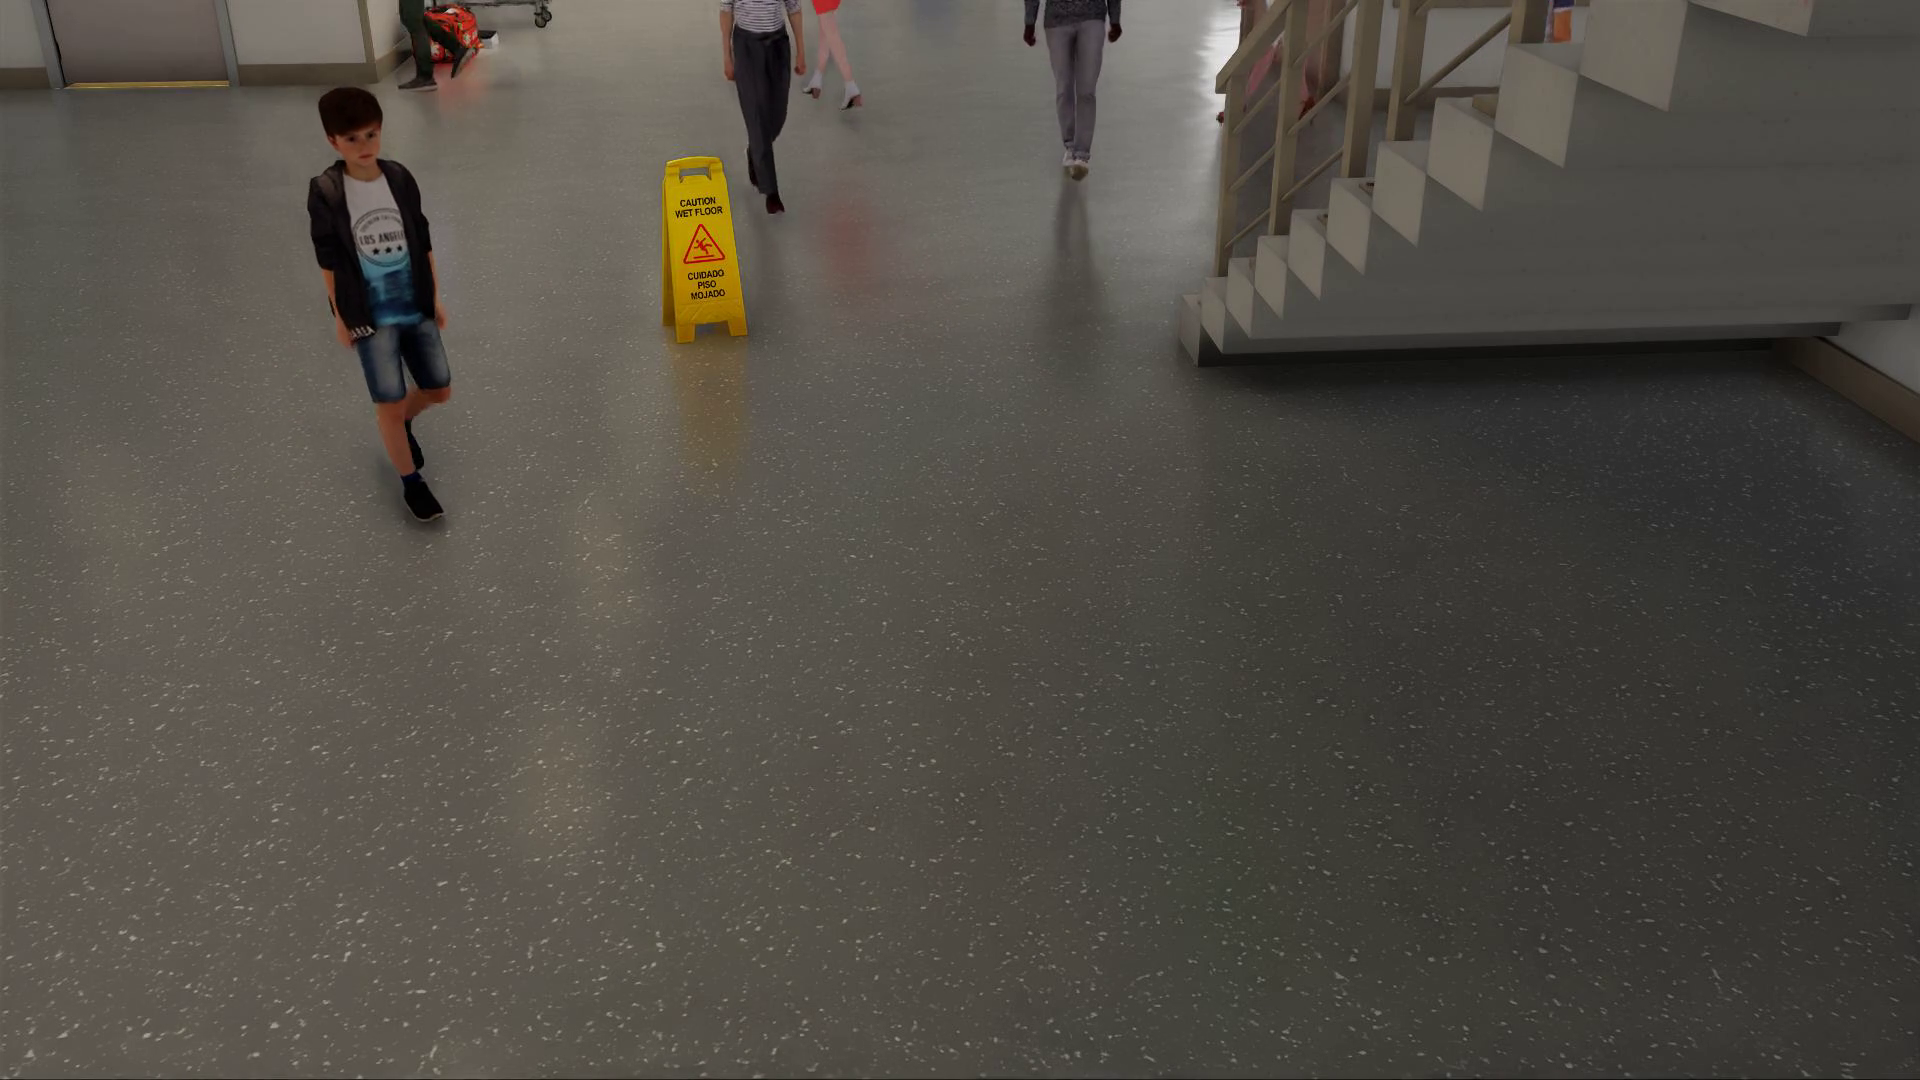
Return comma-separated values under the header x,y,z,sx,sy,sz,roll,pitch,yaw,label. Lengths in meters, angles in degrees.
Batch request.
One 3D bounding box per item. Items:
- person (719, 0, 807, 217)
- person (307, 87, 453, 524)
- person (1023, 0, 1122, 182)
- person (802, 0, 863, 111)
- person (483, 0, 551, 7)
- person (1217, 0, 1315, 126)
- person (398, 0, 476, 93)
x,y,z,sx,sy,sz,roll,pitch,yaw,label
-1.116,-2.702,9.243,0.786,1.704,1.157,-9,27,-17,person
-1.936,-0.794,5.593,0.779,1.437,0.869,-21,33,-37,person
0.693,-3.096,9.949,0.875,1.799,1.177,3,26,6,person
-0.895,-3.881,11.599,0.997,1.780,1.192,-18,31,-33,person
-4.542,-5.994,16.127,0.882,1.654,1.010,7,27,14,person
2.223,-3.592,11.027,0.880,1.756,1.058,-11,28,-22,person
-3.991,-4.190,12.401,0.727,1.641,0.807,-7,27,-14,person
